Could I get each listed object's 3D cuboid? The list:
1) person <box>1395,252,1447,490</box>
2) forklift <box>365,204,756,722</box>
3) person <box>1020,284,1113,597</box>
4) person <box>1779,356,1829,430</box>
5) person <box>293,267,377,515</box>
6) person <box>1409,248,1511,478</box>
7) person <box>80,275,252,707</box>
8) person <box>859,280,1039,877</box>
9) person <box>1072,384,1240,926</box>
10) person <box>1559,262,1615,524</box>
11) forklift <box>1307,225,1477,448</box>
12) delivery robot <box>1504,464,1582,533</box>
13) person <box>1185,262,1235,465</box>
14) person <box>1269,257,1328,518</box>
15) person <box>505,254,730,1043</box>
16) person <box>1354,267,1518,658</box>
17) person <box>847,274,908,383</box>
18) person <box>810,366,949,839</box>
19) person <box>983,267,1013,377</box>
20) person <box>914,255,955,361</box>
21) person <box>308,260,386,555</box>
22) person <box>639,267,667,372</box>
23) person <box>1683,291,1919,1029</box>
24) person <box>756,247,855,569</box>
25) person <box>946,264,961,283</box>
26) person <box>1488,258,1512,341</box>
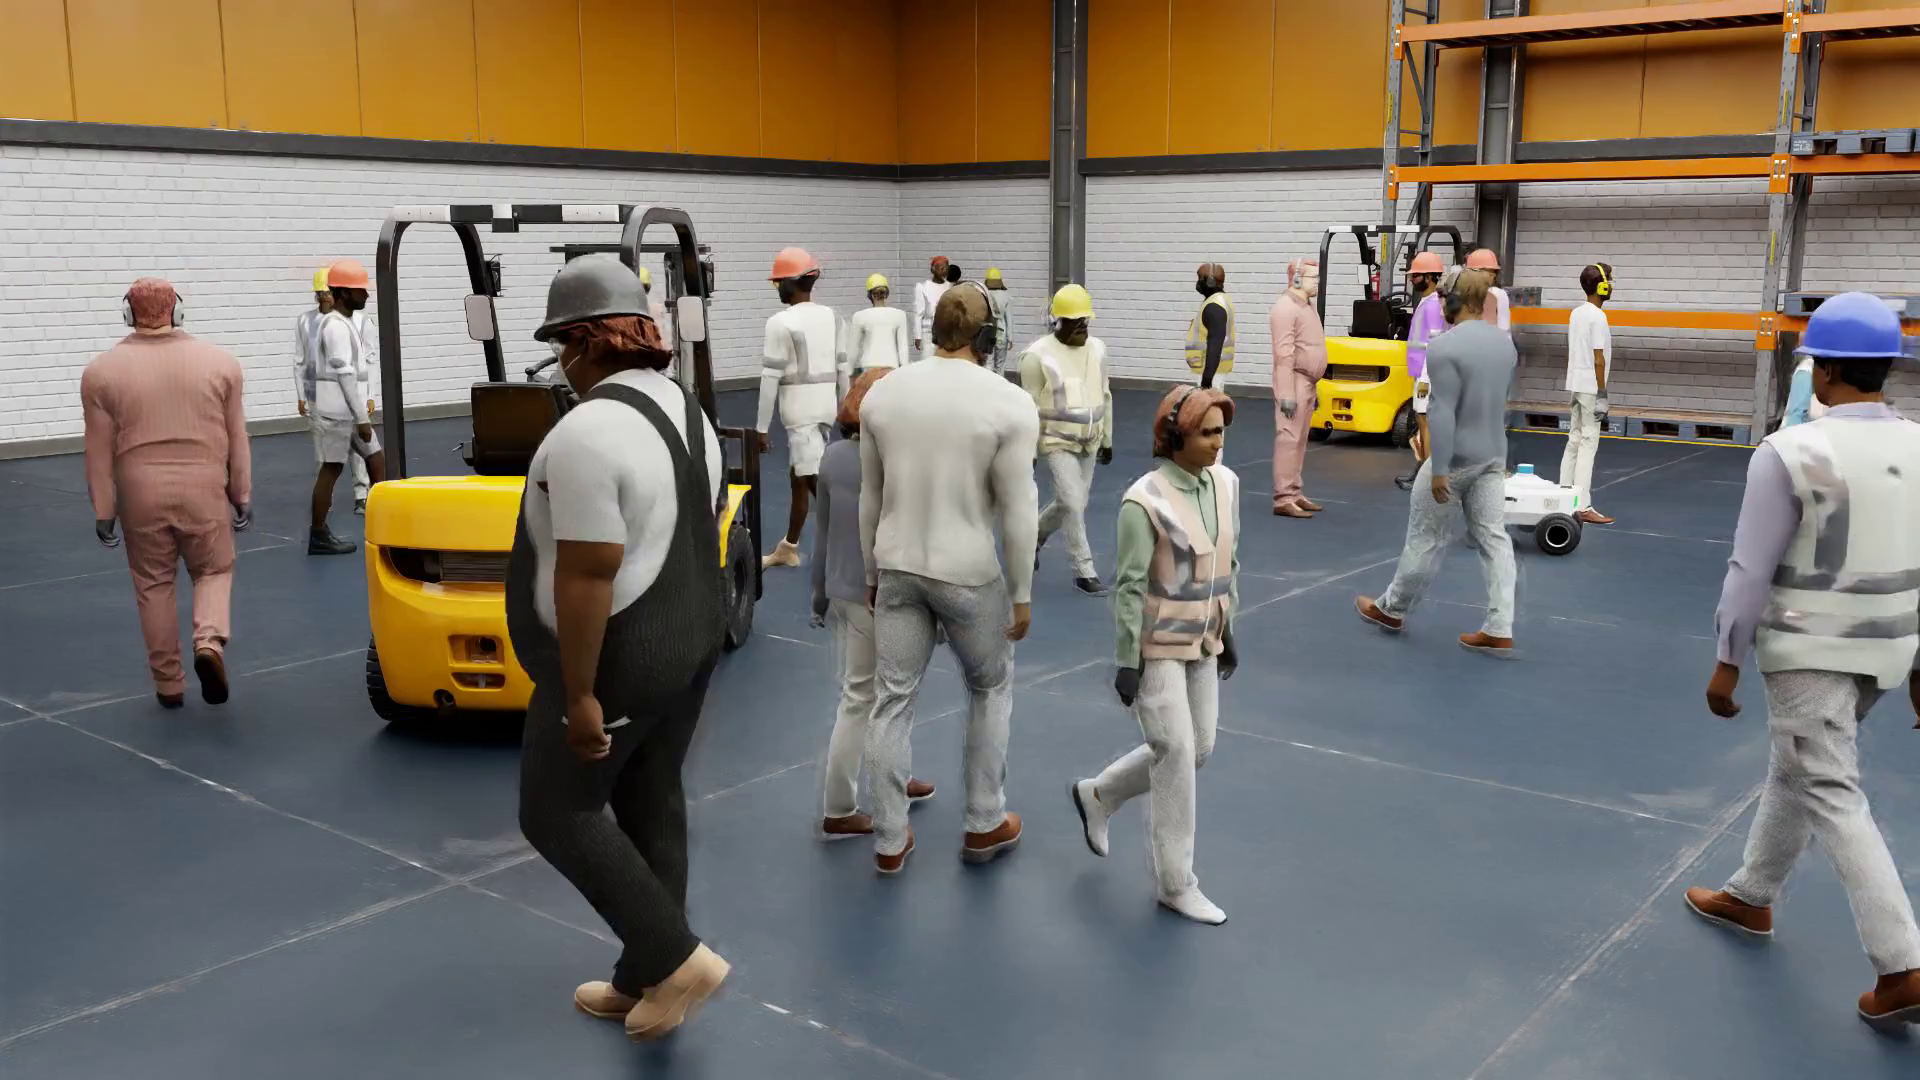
[{"bbox_3d":[3.773,-1.372,13.583,0.368,1.934,0.551,2,10,10],"label":"person"},{"bbox_3d":[-1.766,-0.406,7.525,1.214,2.155,2.313,1,10,7],"label":"forklift"},{"bbox_3d":[0.580,-0.595,9.691,0.621,1.793,0.790,-7,12,-34],"label":"person"},{"bbox_3d":[4.942,-0.509,9.743,0.748,1.600,0.521,8,13,39],"label":"person"},{"bbox_3d":[-4.635,-1.096,12.349,0.590,1.833,0.404,-2,10,-9],"label":"person"},{"bbox_3d":[4.390,-1.541,14.446,0.626,1.970,0.858,-9,13,-40],"label":"person"},{"bbox_3d":[-3.378,-0.182,7.125,0.653,1.887,0.588,-5,11,-25],"label":"person"},{"bbox_3d":[-0.041,0.131,5.373,0.630,1.908,0.582,5,11,24],"label":"person"},{"bbox_3d":[0.587,0.320,5.084,0.604,1.616,0.518,9,14,42],"label":"person"},{"bbox_3d":[4.554,-1.057,12.015,0.324,1.876,0.526,-1,10,-4],"label":"person"},{"bbox_3d":[4.449,-2.115,16.993,1.214,2.155,2.313,8,13,38],"label":"forklift"},{"bbox_3d":[3.726,-0.260,10.997,0.707,0.478,0.477,4,11,21],"label":"delivery robot"},{"bbox_3d":[2.157,-1.470,14.395,0.429,1.842,0.632,2,10,10],"label":"person"},{"bbox_3d":[2.511,-1.127,12.321,0.408,1.907,0.645,5,11,26],"label":"person"},{"bbox_3d":[-0.871,0.264,4.234,0.563,2.000,0.697,4,11,20],"label":"person"},{"bbox_3d":[2.448,-0.401,8.333,0.650,1.885,0.997,-7,12,-33],"label":"person"},{"bbox_3d":[-0.777,-1.614,15.530,0.548,1.710,0.925,-4,11,-19],"label":"person"},{"bbox_3d":[-0.225,0.209,5.716,0.668,1.608,0.534,-7,12,-34],"label":"person"},{"bbox_3d":[0.418,-2.520,20.604,0.486,1.709,0.810,0,10,-2],"label":"person"},{"bbox_3d":[-0.301,-2.438,19.718,0.578,1.859,0.726,-3,11,-16],"label":"person"},{"bbox_3d":[-3.839,-0.843,10.754,0.914,1.896,0.575,-2,11,-13],"label":"person"},{"bbox_3d":[-3.130,-1.796,16.413,0.523,1.769,0.313,2,11,13],"label":"person"},{"bbox_3d":[2.366,0.296,4.449,0.608,1.908,1.002,-3,11,-17],"label":"person"},{"bbox_3d":[-0.867,-0.739,9.980,1.010,2.008,0.638,8,13,36],"label":"person"},{"bbox_3d":[-0.094,-2.963,23.073,0.318,1.697,0.535,6,12,29],"label":"person"},{"bbox_3d":[4.830,-1.654,15.244,0.465,1.898,0.626,5,11,26],"label":"person"}]
